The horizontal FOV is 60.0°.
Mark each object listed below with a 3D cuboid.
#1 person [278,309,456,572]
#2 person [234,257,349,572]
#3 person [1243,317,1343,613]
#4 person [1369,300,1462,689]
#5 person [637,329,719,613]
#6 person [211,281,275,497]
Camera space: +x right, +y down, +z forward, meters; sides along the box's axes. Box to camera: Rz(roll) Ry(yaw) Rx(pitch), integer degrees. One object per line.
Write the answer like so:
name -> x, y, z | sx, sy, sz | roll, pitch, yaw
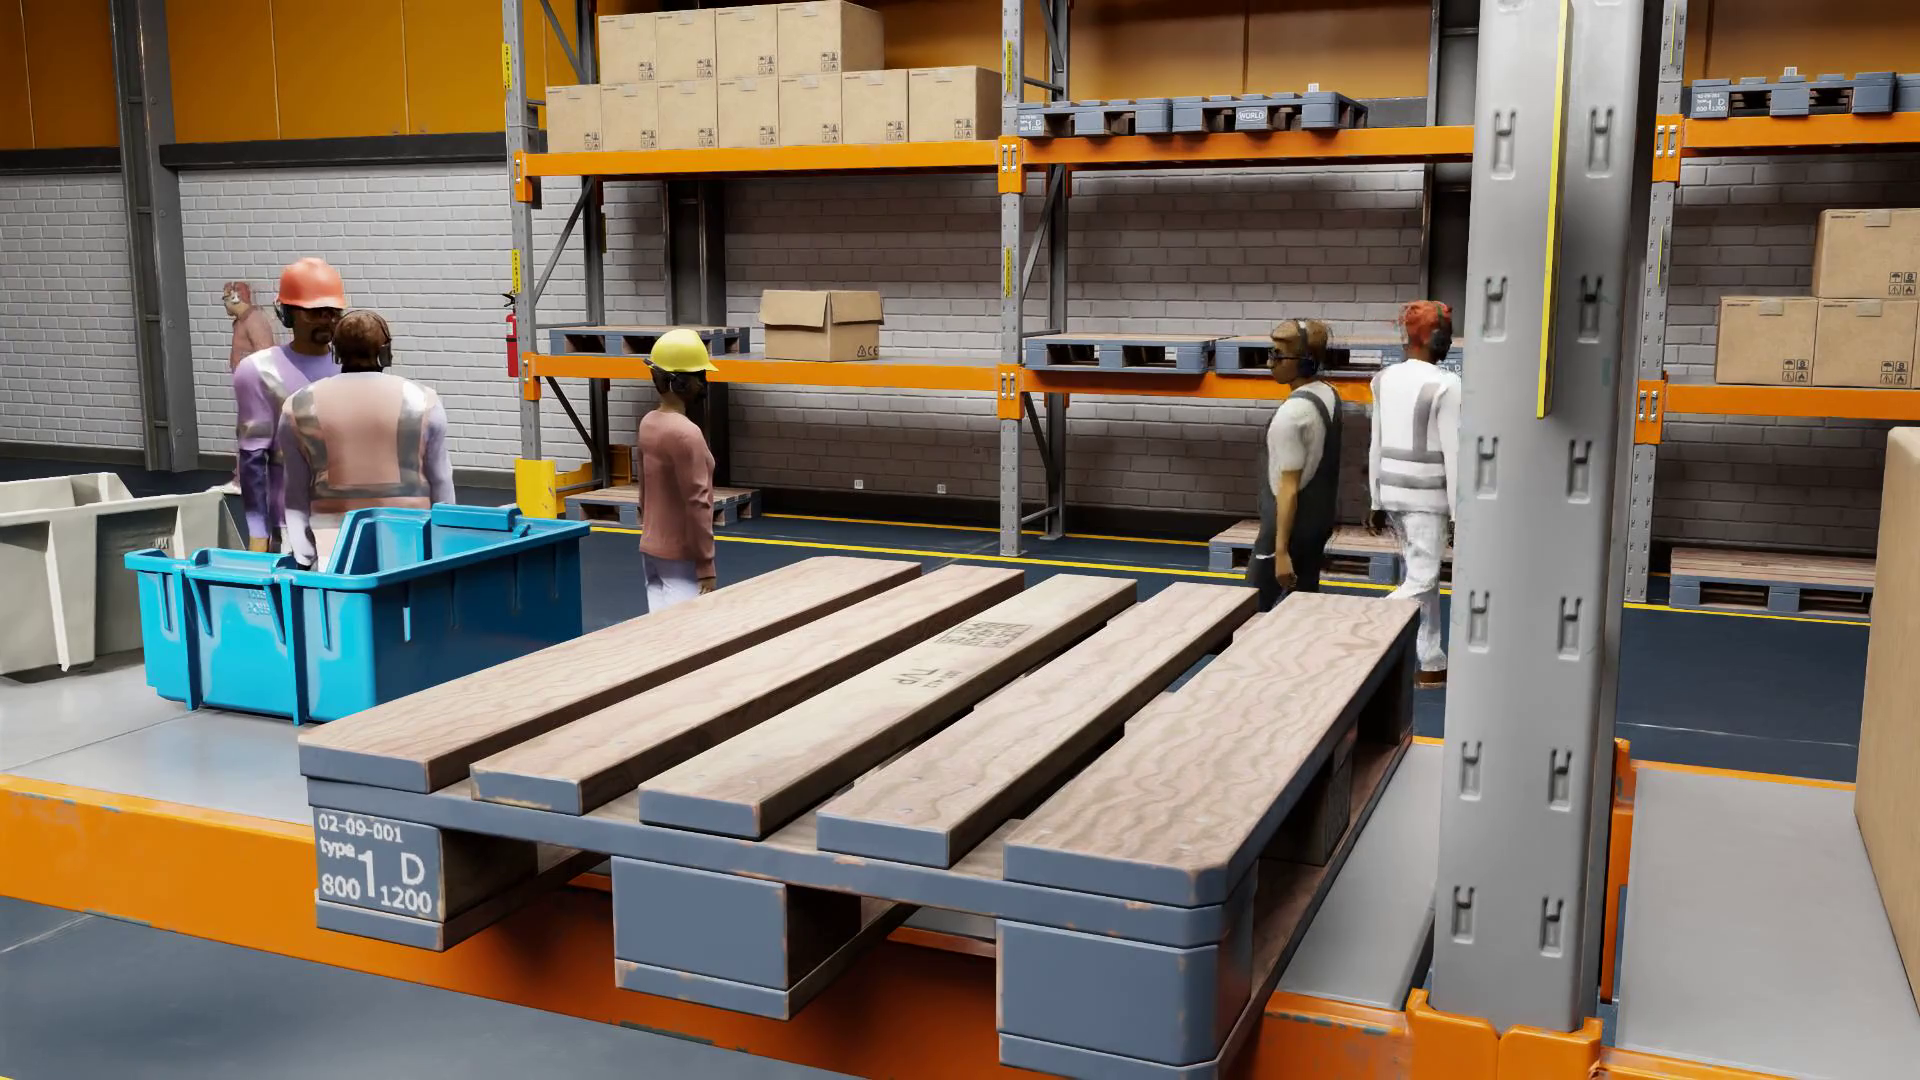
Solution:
person -> -2.279, 0.032, 6.478 | 0.622, 1.845, 0.430 | -2, 10, -12
person -> -2.563, -0.104, 6.697 | 0.396, 2.038, 0.615 | 8, 12, 39
person -> 1.424, -0.025, 6.937 | 0.802, 1.803, 0.530 | 8, 12, 39
person -> 2.067, -0.177, 7.689 | 0.834, 1.858, 0.584 | -4, 10, -23
person -> -1.080, 0.067, 6.492 | 0.310, 1.768, 0.533 | -6, 11, -31
person -> -6.099, -1.295, 14.390 | 0.936, 1.859, 0.669 | -4, 10, -22
